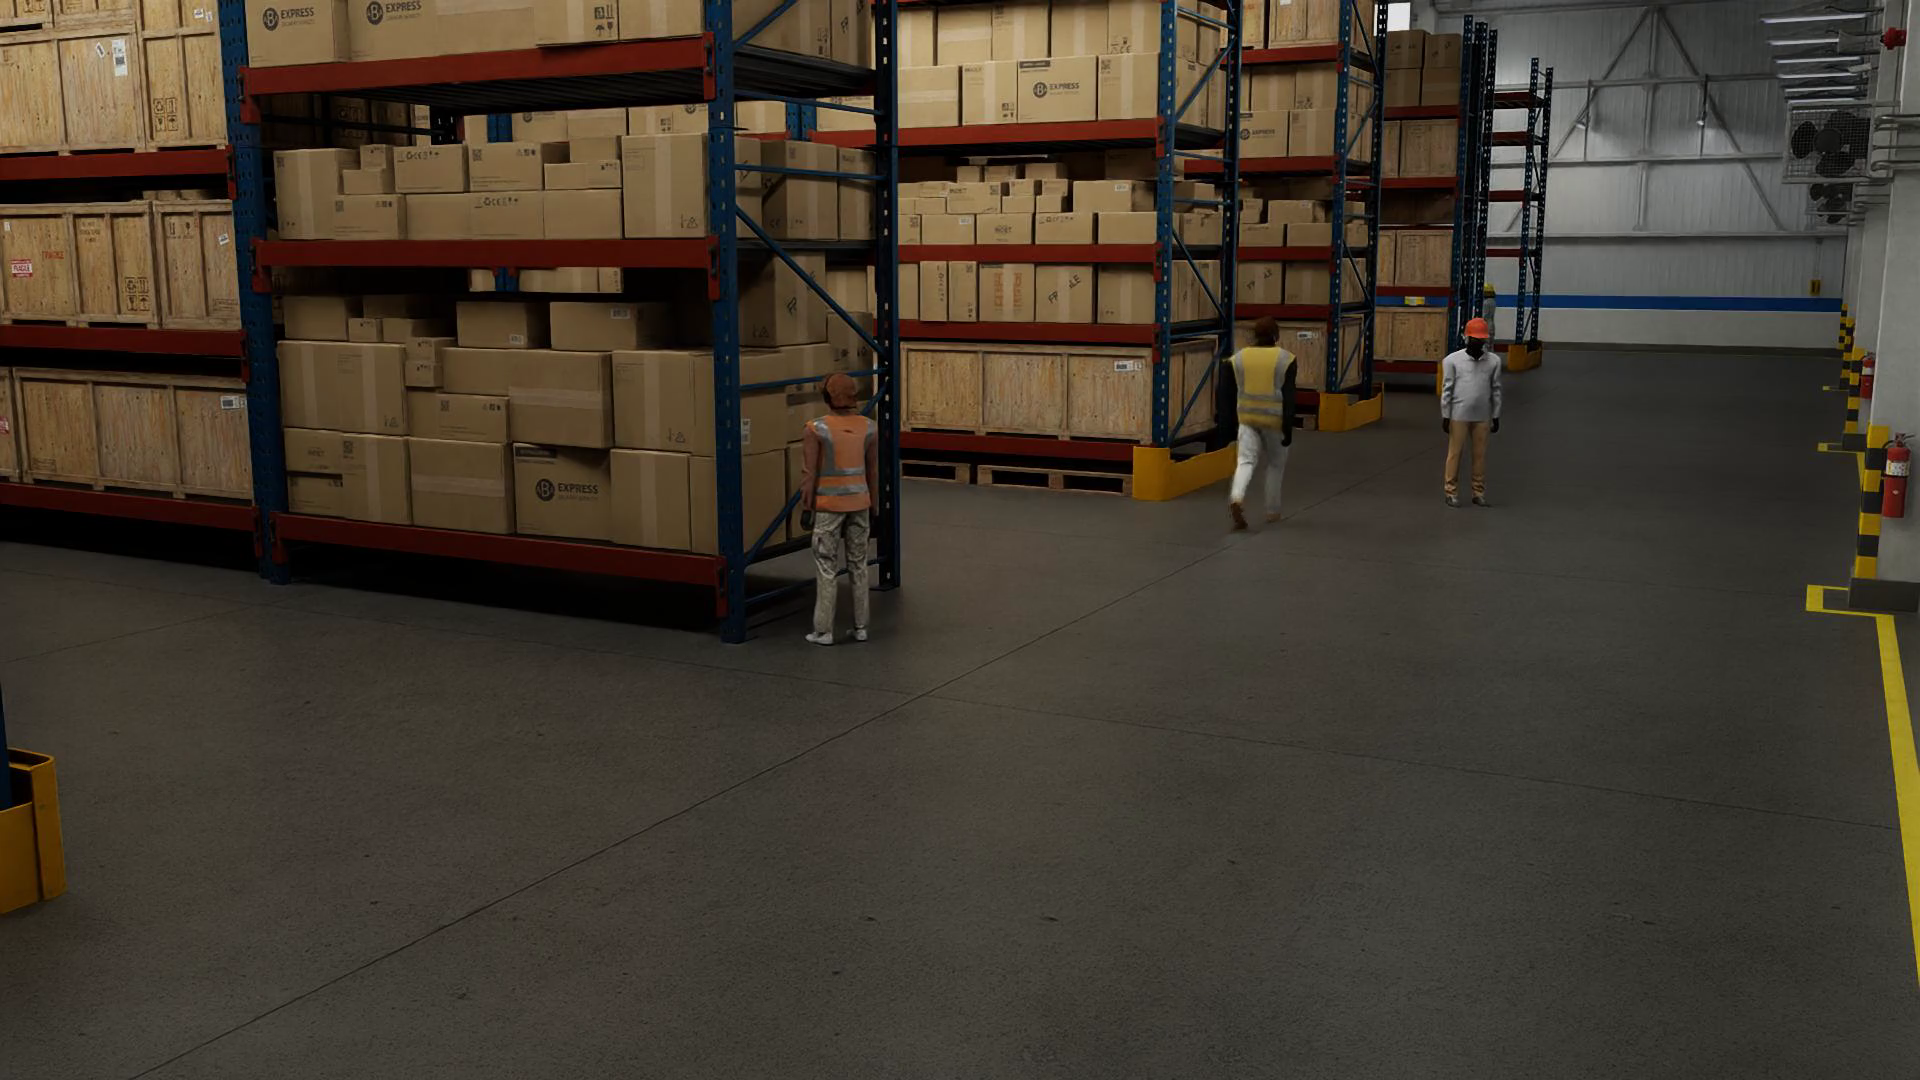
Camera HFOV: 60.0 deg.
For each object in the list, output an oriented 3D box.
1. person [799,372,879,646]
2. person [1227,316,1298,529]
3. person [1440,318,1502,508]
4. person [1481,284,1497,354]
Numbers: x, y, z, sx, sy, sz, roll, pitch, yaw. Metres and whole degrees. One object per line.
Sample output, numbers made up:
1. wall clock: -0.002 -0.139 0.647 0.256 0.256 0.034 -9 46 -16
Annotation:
1. person: -0.706 -0.181 9.911 0.528 1.630 0.315 -6 12 -33
2. person: 2.545 -0.999 14.157 0.624 1.811 0.876 5 11 27
3. person: 4.693 -1.162 15.257 0.566 1.744 0.349 -1 10 -4
4. person: 10.256 -4.112 32.375 0.317 1.736 0.486 7 12 36
